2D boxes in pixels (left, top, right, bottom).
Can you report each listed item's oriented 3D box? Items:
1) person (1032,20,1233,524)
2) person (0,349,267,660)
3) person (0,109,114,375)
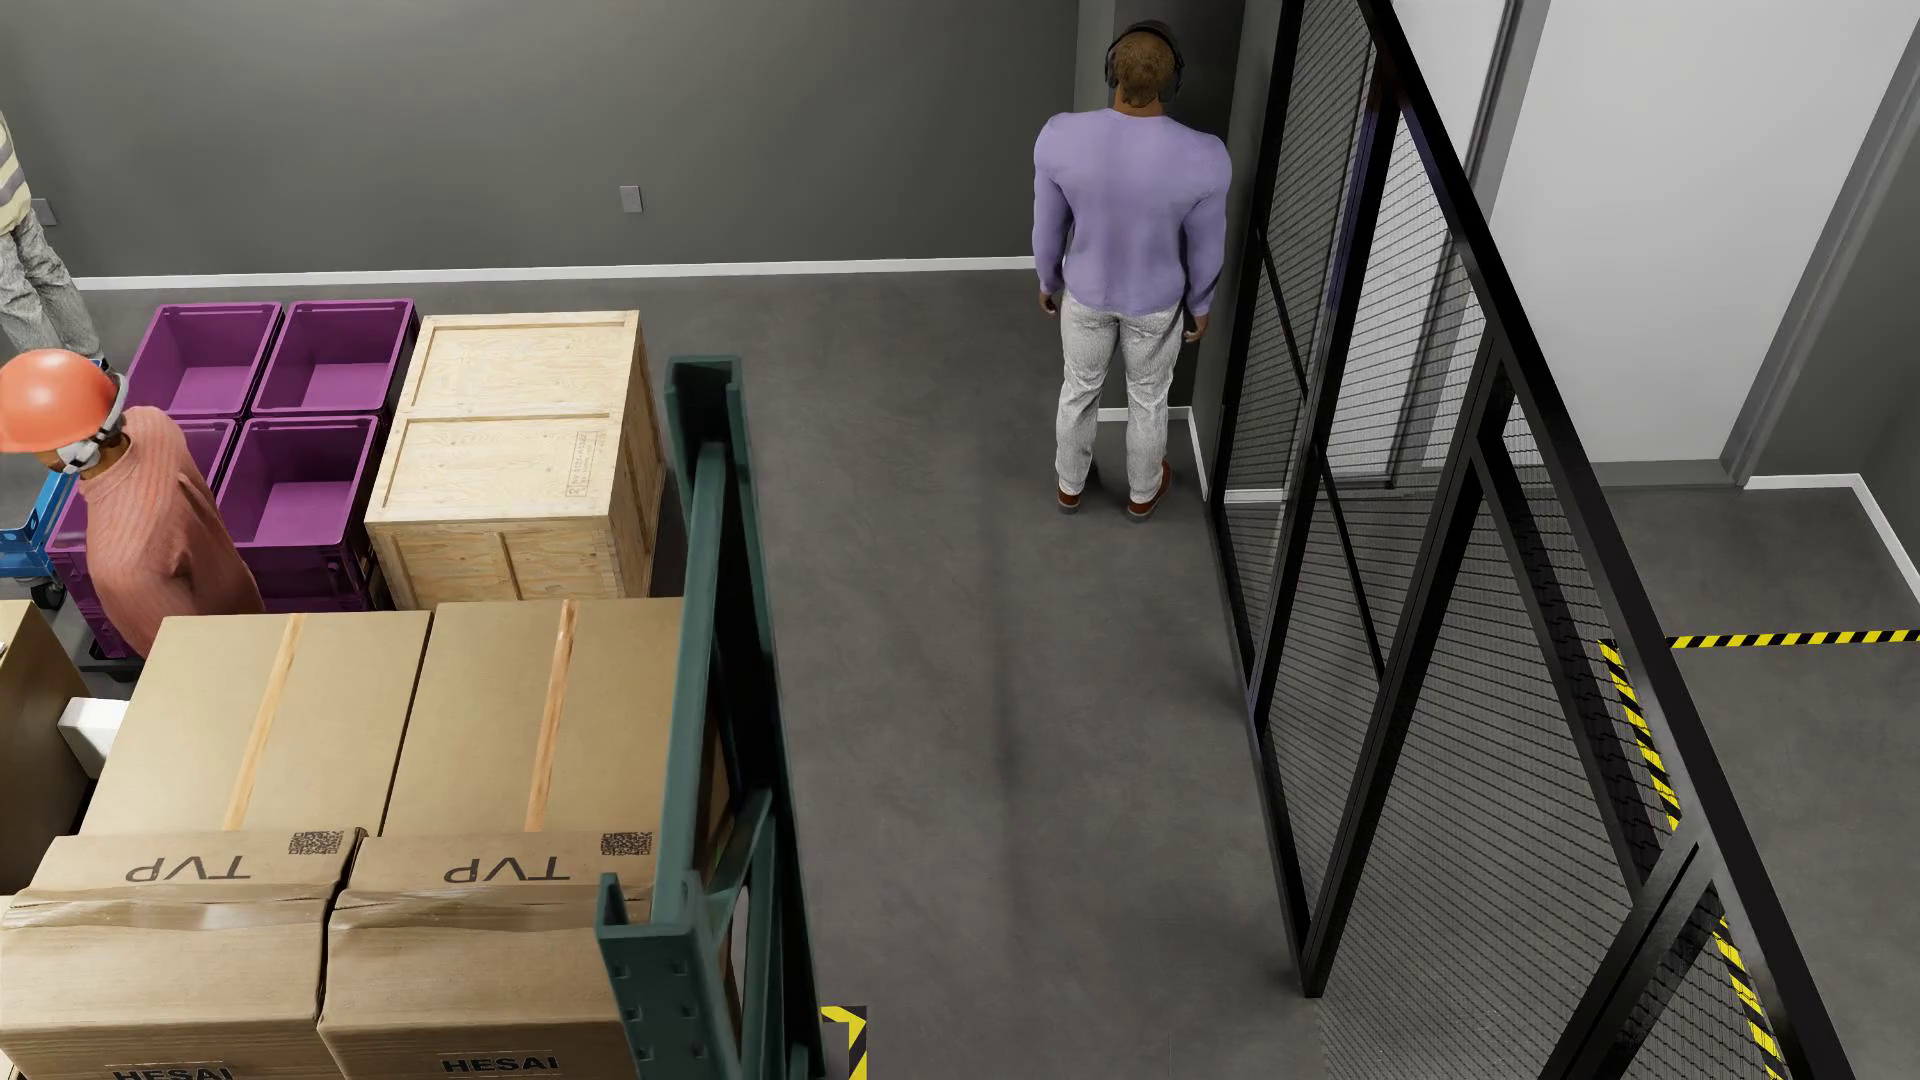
[{"bbox_3d":[0.548,-0.834,5.553,0.632,1.939,0.368,10,47,9],"label":"person"},{"bbox_3d":[-2.052,0.270,4.462,0.401,1.991,0.612,-11,47,-10],"label":"person"},{"bbox_3d":[-3.542,-1.188,5.960,0.403,1.837,0.588,1,46,1],"label":"person"}]
